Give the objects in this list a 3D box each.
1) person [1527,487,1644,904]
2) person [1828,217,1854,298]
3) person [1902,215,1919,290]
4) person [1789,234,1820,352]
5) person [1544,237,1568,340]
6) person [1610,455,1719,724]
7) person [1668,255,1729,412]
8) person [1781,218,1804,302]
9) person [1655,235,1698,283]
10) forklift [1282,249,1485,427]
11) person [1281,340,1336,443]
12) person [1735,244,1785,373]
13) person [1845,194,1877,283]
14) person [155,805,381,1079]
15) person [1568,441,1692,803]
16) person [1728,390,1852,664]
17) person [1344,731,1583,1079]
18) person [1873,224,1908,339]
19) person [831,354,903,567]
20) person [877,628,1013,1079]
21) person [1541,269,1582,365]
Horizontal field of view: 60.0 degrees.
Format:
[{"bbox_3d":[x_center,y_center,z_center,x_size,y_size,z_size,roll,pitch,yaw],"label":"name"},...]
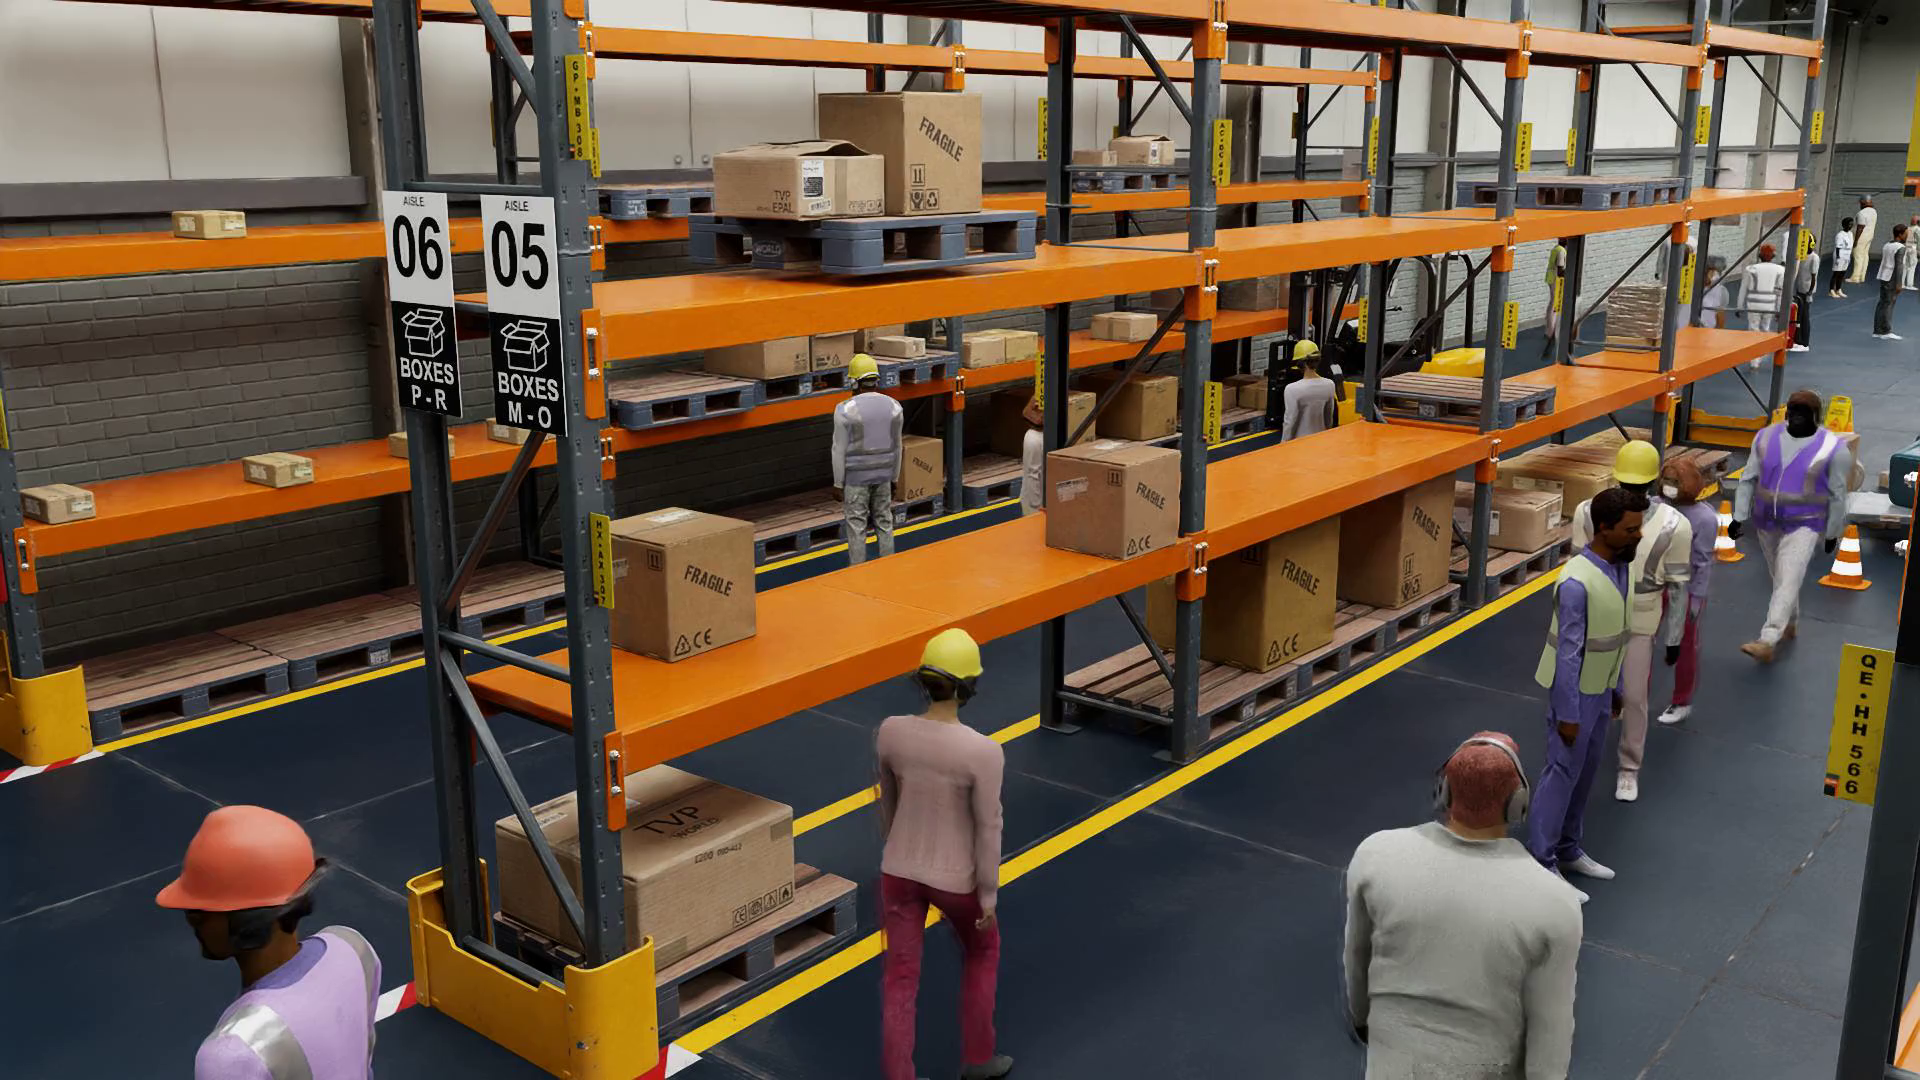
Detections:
[{"bbox_3d":[2.834,0.687,7.555,0.397,1.910,0.585,12,18,40],"label":"person"},{"bbox_3d":[18.518,-5.921,34.908,0.530,1.686,0.321,-11,17,-37],"label":"person"},{"bbox_3d":[21.035,-6.347,36.746,0.311,1.636,0.523,-2,14,-6],"label":"person"},{"bbox_3d":[13.414,-3.925,26.431,0.328,1.862,0.515,2,14,6],"label":"person"},{"bbox_3d":[10.013,-4.277,27.897,0.377,1.837,0.570,2,14,9],"label":"person"},{"bbox_3d":[4.106,0.310,9.673,0.612,1.608,0.519,-8,16,-30],"label":"person"},{"bbox_3d":[9.003,-2.538,20.402,0.761,2.000,0.591,1,14,2],"label":"person"},{"bbox_3d":[17.018,-5.727,33.977,0.564,1.752,0.337,-4,14,-16],"label":"person"},{"bbox_3d":[13.083,-4.901,30.382,0.646,1.878,0.904,3,14,11],"label":"person"},{"bbox_3d":[4.886,-2.214,18.767,2.313,2.155,1.214,11,18,38],"label":"forklift"},{"bbox_3d":[2.869,-0.781,13.833,0.522,1.762,0.320,-8,16,-29],"label":"person"},{"bbox_3d":[11.621,-3.383,24.242,0.580,1.852,0.886,2,14,8],"label":"person"},{"bbox_3d":[20.874,-7.005,38.588,0.683,2.000,0.537,-11,18,-39],"label":"person"},{"bbox_3d":[-1.503,1.555,3.728,0.376,2.042,0.615,1,14,4],"label":"person"},{"bbox_3d":[3.436,0.419,8.625,0.600,1.913,0.421,11,17,37],"label":"person"},{"bbox_3d":[5.485,-0.110,11.042,0.998,1.791,0.626,-10,17,-35],"label":"person"},{"bbox_3d":[1.386,1.421,4.675,0.657,1.849,1.029,7,16,27],"label":"person"},{"bbox_3d":[15.718,-4.363,28.086,0.399,1.920,0.590,1,14,4],"label":"person"},{"bbox_3d":[-0.706,-0.486,12.507,0.586,1.824,0.404,-10,17,-35],"label":"person"},{"bbox_3d":[-0.061,1.171,5.927,0.534,1.736,0.652,7,15,25],"label":"person"},{"bbox_3d":[7.119,-2.263,19.644,0.366,1.866,0.568,1,14,3],"label":"person"}]
